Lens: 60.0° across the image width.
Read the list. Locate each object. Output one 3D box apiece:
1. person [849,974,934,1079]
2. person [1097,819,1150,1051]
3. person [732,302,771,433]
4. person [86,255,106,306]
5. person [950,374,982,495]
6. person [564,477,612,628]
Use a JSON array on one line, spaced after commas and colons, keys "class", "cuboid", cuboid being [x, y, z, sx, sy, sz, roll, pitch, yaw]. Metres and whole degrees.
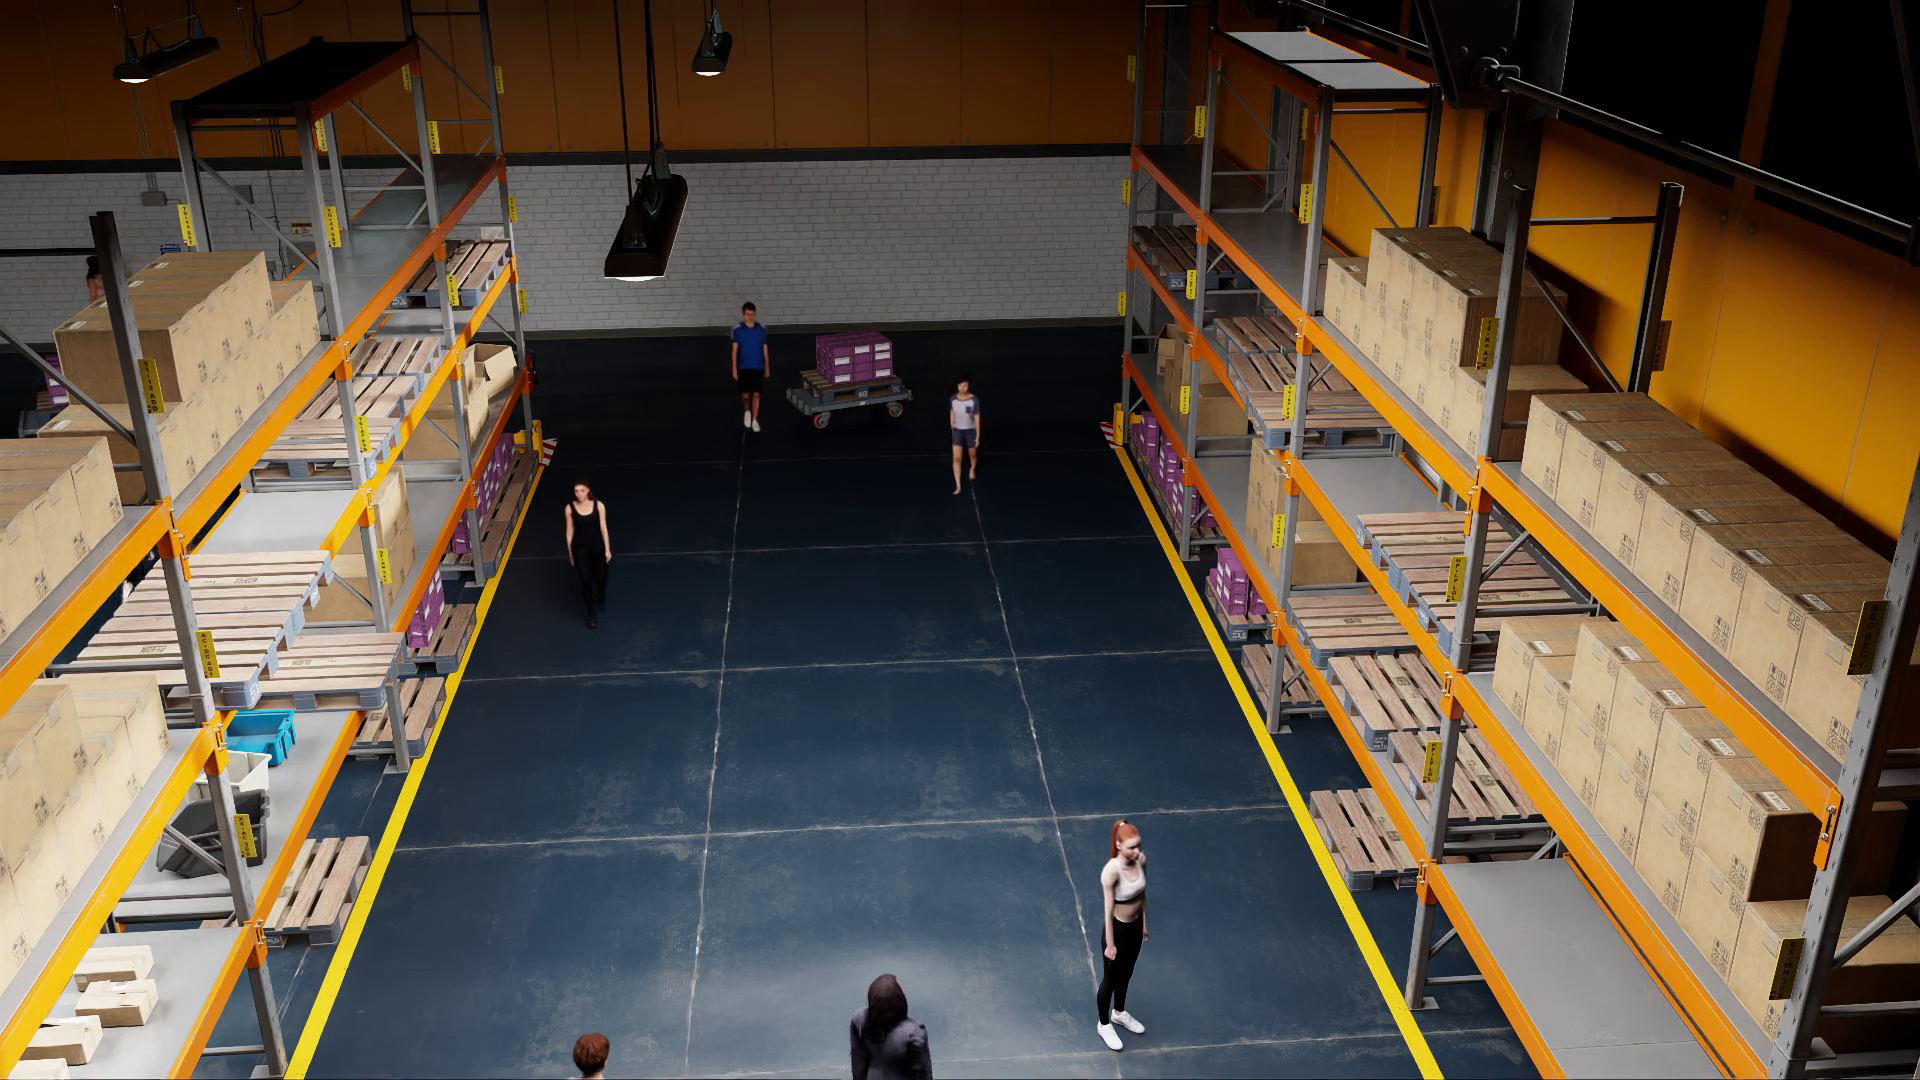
[{"class": "person", "cuboid": [-0.430, 3.395, 10.278, 1.020, 1.575, 1.140, 14, 27, 29]}, {"class": "person", "cuboid": [1.126, 2.726, 11.599, 0.671, 1.741, 0.714, -21, 31, -40]}, {"class": "person", "cuboid": [-2.941, -2.445, 23.286, 0.756, 1.857, 0.786, -7, 25, -16]}, {"class": "person", "cuboid": [-13.328, -3.599, 26.045, 0.882, 1.762, 0.857, 9, 25, 20]}, {"class": "person", "cuboid": [0.091, -1.401, 21.308, 0.797, 1.528, 1.097, 5, 24, 12]}, {"class": "person", "cuboid": [-3.942, 0.091, 17.709, 0.642, 1.677, 0.743, -4, 24, -10]}]
